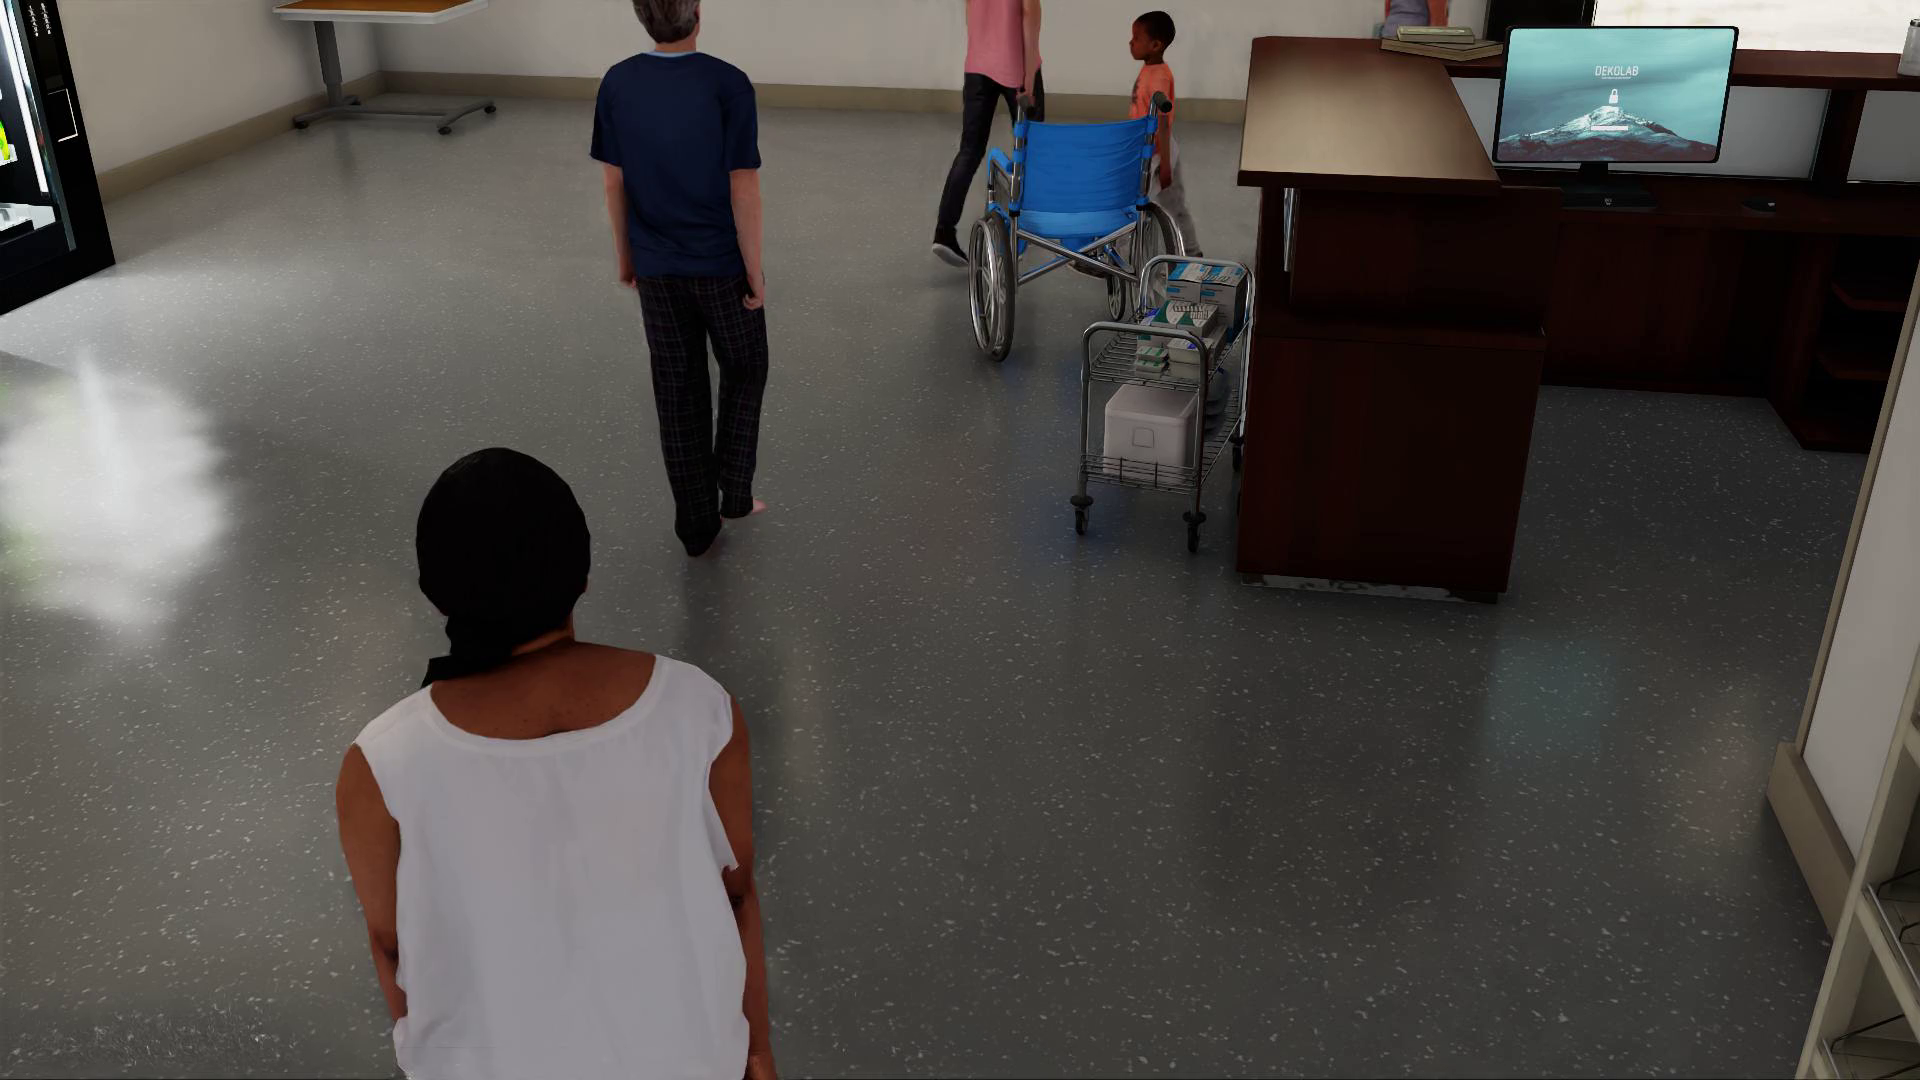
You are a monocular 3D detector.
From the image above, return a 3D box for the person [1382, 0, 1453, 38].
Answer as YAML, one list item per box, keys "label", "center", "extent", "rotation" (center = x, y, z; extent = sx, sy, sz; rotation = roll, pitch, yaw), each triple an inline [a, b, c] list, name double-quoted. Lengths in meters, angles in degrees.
- label: "person"
  center: [2.319, -2.477, 8.613]
  extent: [0.828, 1.824, 0.652]
  rotation: [-5, 26, -11]

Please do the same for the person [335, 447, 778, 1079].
- label: "person"
  center: [-0.494, 0.727, 2.167]
  extent: [1.042, 1.652, 1.178]
  rotation: [-12, 28, -23]

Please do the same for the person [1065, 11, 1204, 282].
- label: "person"
  center: [0.985, -1.813, 7.871]
  extent: [0.642, 1.273, 0.874]
  rotation: [2, 26, 4]

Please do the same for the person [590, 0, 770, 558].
- label: "person"
  center: [-0.835, -0.796, 5.086]
  extent: [0.708, 1.860, 0.685]
  rotation: [2, 26, 4]

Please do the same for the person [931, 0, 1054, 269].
- label: "person"
  center: [0.137, -2.265, 8.059]
  extent: [0.939, 1.923, 1.293]
  rotation: [15, 29, 28]
